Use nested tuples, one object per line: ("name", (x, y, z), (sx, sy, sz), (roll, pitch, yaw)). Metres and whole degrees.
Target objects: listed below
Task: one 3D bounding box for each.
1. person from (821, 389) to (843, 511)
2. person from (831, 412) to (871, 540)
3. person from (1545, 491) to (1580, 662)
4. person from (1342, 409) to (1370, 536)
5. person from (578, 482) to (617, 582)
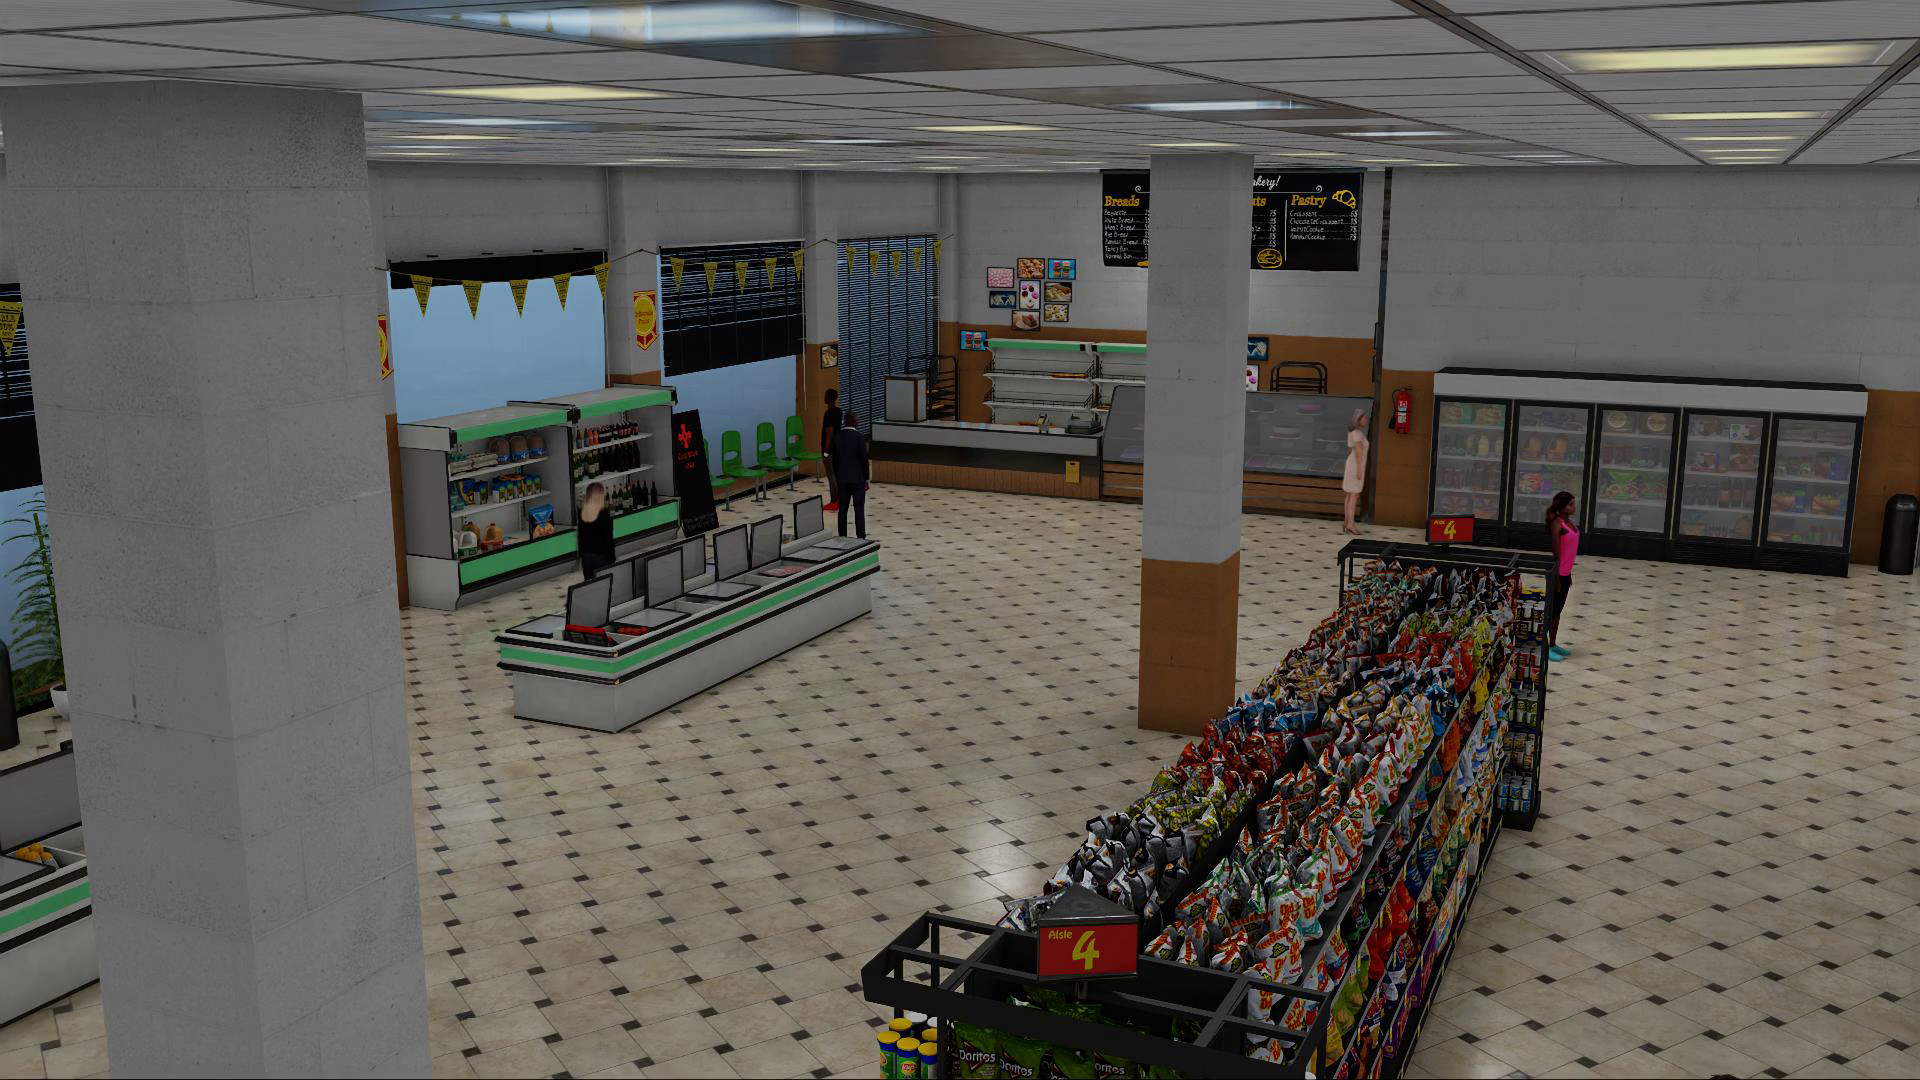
("person", (-1.902, -1.353, 24.789), (0.728, 1.805, 0.485), (4, 13, 19))
("person", (-1.442, -0.802, 22.129), (0.671, 1.824, 0.577), (5, 13, 24))
("person", (6.080, 0.350, 16.901), (0.667, 1.723, 0.565), (10, 15, 39))
("person", (5.470, -0.951, 23.050), (0.737, 1.735, 0.619), (0, 12, 2))
("person", (-3.875, 0.246, 17.541), (0.601, 1.663, 0.961), (6, 13, 25))
